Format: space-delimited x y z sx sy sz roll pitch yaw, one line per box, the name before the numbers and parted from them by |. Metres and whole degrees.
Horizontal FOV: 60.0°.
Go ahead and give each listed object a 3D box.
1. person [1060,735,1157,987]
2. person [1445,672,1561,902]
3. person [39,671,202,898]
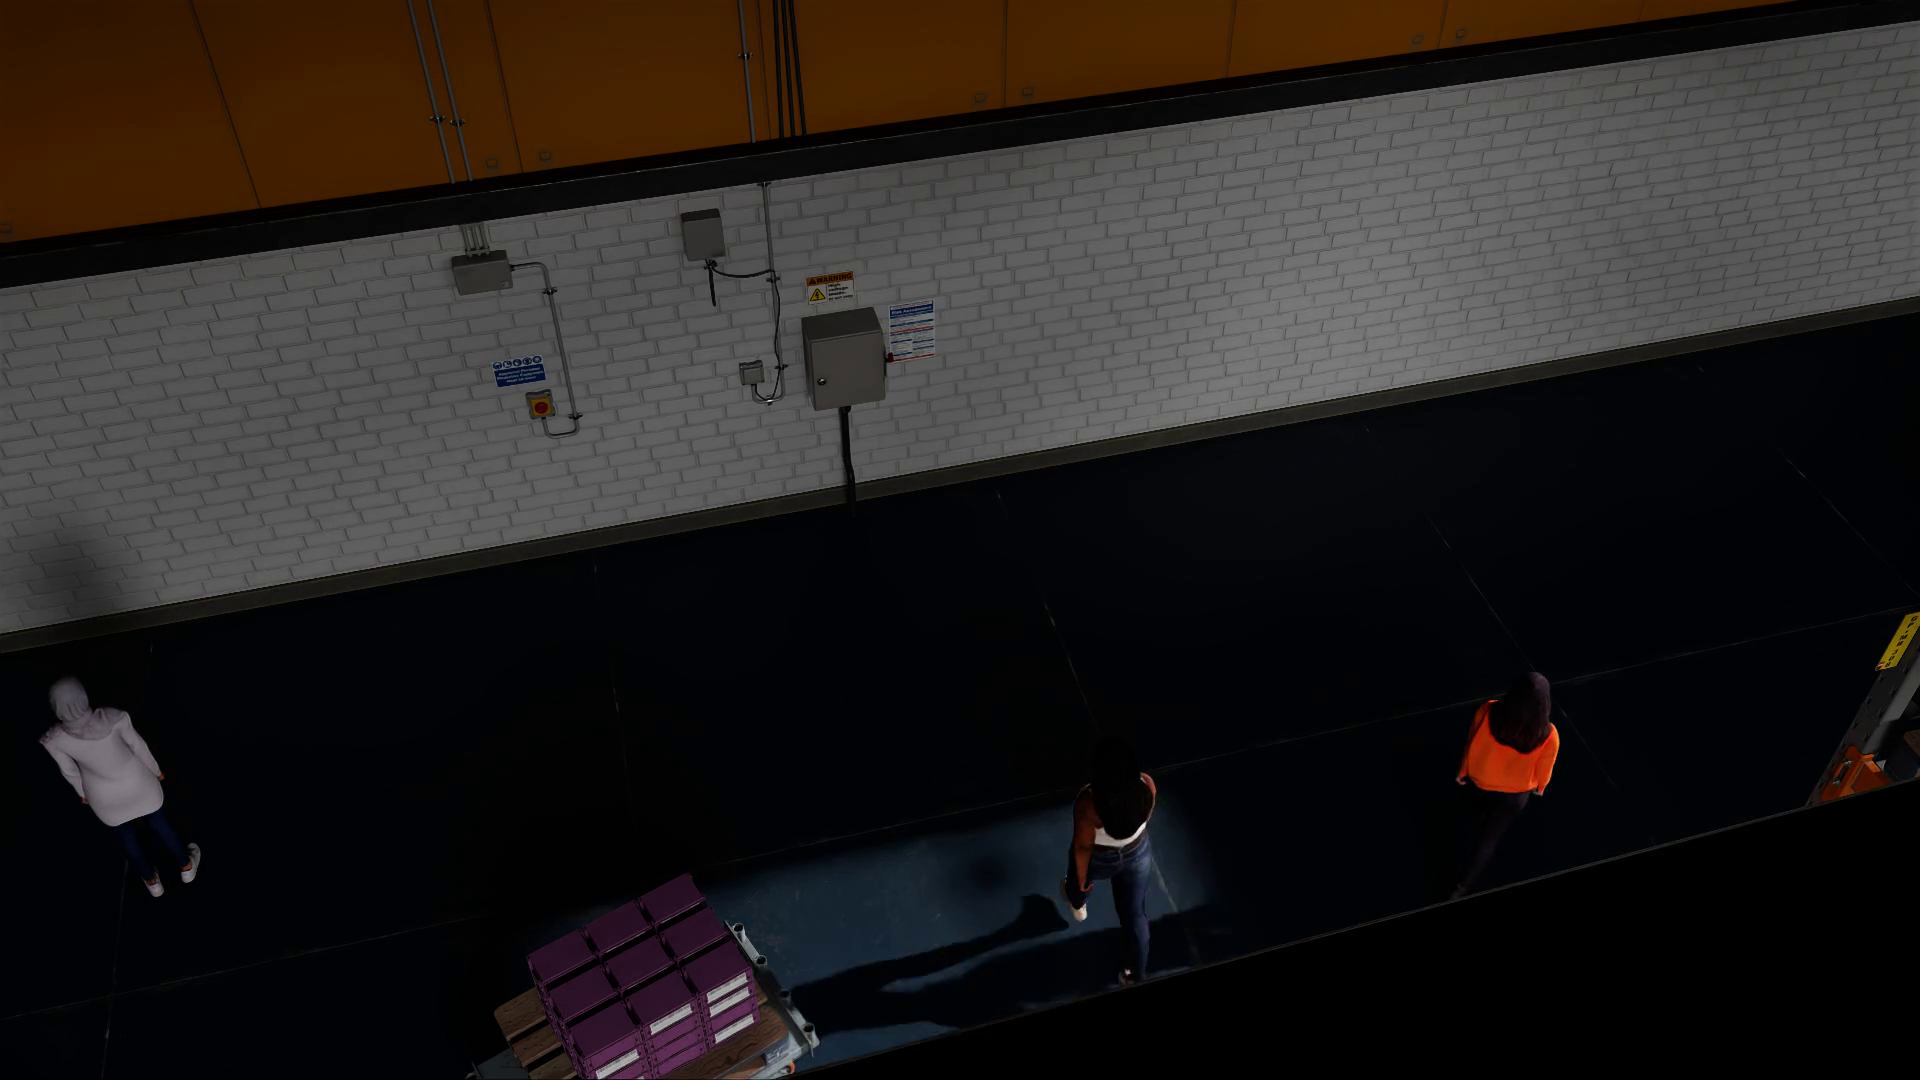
person | 0.866 1.774 8.942 0.644 1.769 1.157 -10 44 -10
person | 3.006 1.432 9.352 1.108 1.699 1.105 27 50 25
person | -4.727 1.380 9.349 0.647 1.777 0.584 -18 47 -18
